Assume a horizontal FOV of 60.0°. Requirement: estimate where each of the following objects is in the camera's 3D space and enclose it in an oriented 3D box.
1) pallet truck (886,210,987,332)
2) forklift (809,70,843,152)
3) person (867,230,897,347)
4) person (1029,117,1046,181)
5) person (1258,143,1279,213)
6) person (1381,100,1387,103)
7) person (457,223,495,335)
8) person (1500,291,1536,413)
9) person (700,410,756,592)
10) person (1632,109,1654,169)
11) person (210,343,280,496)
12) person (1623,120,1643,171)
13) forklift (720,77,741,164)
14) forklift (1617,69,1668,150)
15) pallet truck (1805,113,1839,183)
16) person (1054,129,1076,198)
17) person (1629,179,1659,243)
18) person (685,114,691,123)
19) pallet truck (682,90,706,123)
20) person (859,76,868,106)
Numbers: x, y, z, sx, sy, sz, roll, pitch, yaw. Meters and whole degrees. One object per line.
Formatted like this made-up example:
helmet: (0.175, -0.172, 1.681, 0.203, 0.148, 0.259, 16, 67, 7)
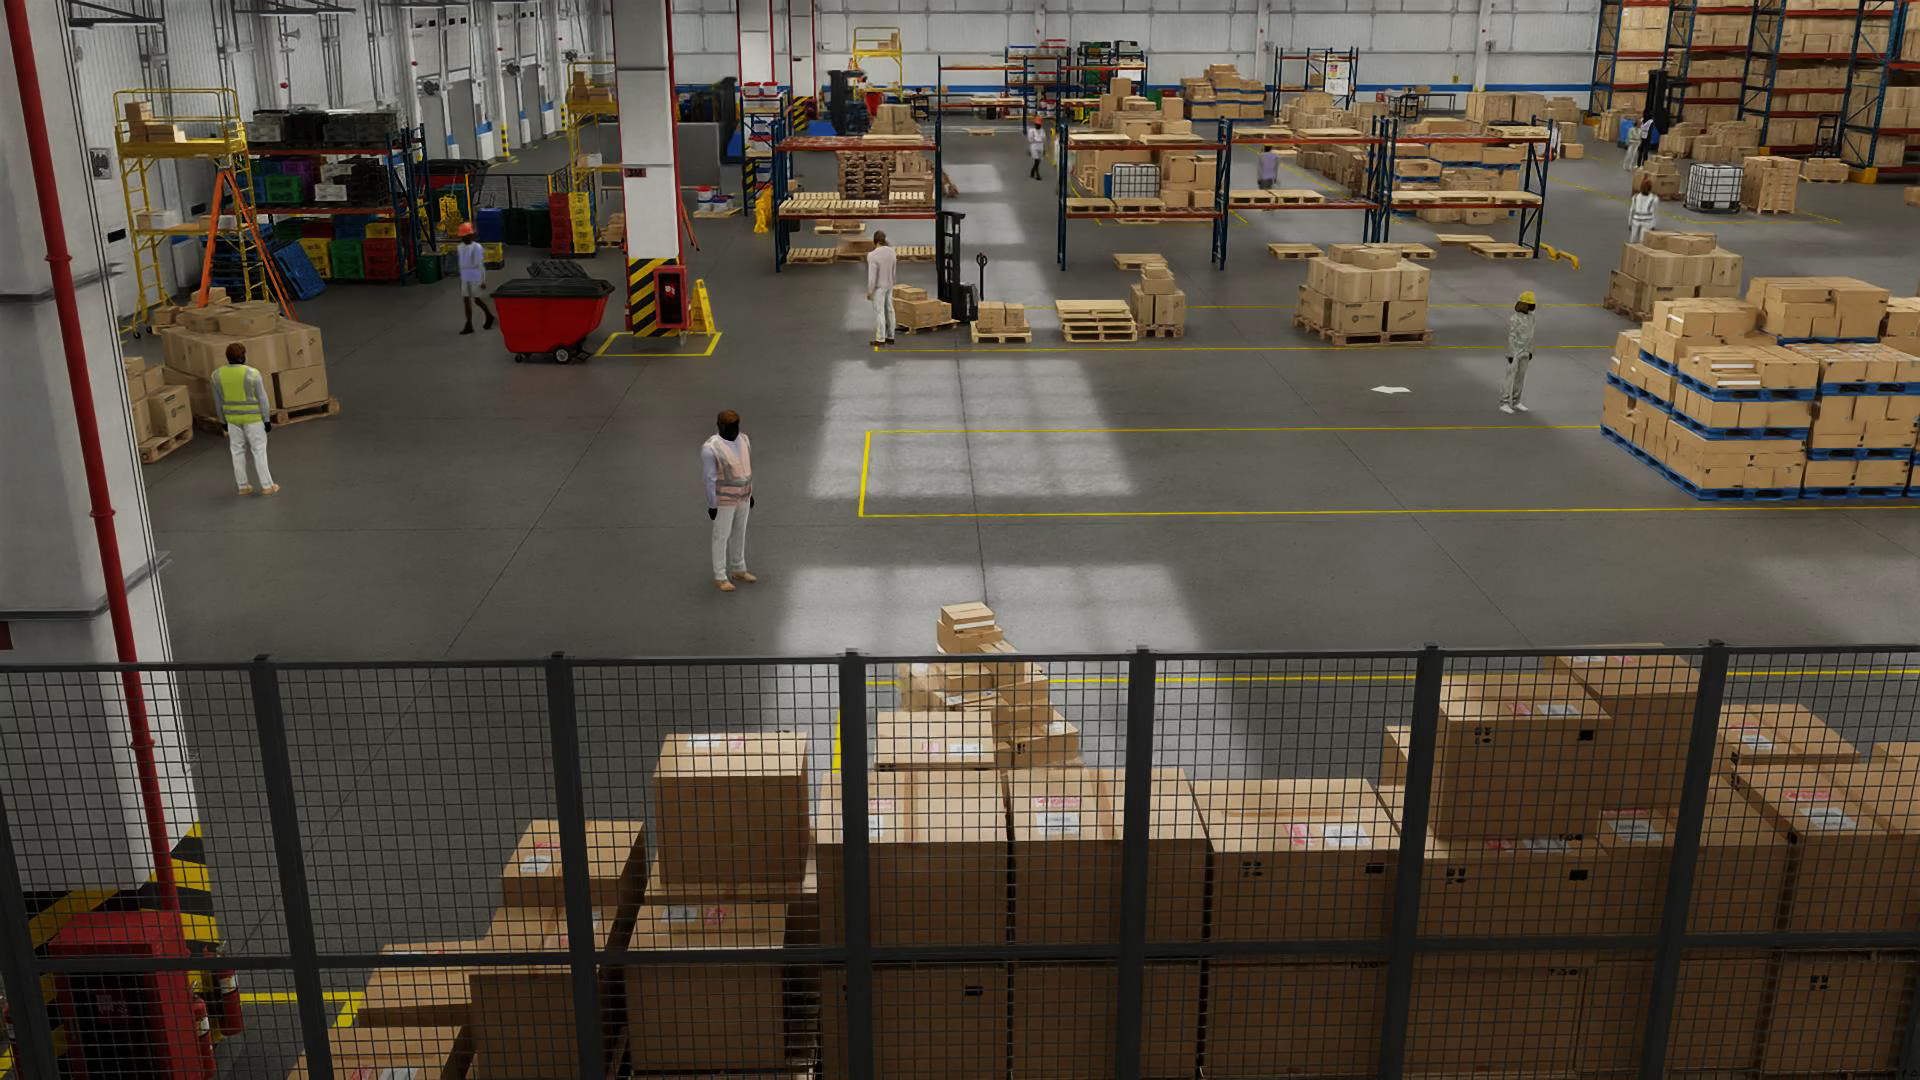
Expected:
pallet truck: (-0.493, -4.759, 29.349, 1.885, 1.965, 0.823, -13, 23, -34)
forklift: (-4.390, -15.230, 59.051, 1.873, 2.768, 1.129, 1, 19, 3)
person: (-1.315, -4.195, 27.768, 0.377, 1.940, 0.629, 16, 24, 38)
person: (2.345, -12.029, 51.075, 0.543, 1.905, 0.835, -8, 20, -22)
person: (8.080, -9.562, 43.736, 0.589, 1.910, 0.442, -3, 19, -10)
person: (15.694, -15.502, 61.804, 0.521, 1.620, 0.573, -4, 19, -12)
person: (-8.444, -4.555, 28.865, 0.554, 1.924, 0.681, 9, 21, 26)
person: (7.934, -2.663, 23.539, 0.480, 1.734, 0.330, -13, 22, -33)
person: (-2.293, -0.412, 16.695, 0.429, 1.841, 0.633, 13, 23, 34)
person: (22.186, -12.998, 53.930, 0.397, 1.911, 0.587, -8, 20, -23)
person: (-8.460, -1.425, 19.699, 0.619, 1.845, 0.430, 1, 19, 2)
person: (21.585, -12.634, 53.302, 0.518, 1.617, 0.383, -4, 19, -12)
forklift: (-7.576, -13.878, 55.042, 1.873, 2.768, 1.129, -1, 19, -1)
forklift: (24.781, -15.375, 59.481, 1.873, 2.768, 1.129, -1, 19, -1)
pallet truck: (26.403, -11.957, 50.702, 0.823, 1.965, 1.885, 6, 19, 16)
person: (2.959, -10.633, 46.895, 0.642, 1.919, 0.568, -3, 19, -9)
person: (14.563, -6.750, 35.450, 0.586, 1.869, 0.529, 17, 25, 41)
person: (-8.918, -13.144, 54.686, 0.317, 1.695, 0.540, 3, 19, 8)
pallet truck: (-9.671, -15.907, 62.421, 0.823, 1.965, 1.885, 5, 19, 15)
person: (-4.177, -19.120, 72.067, 0.379, 1.931, 0.625, 3, 19, 7)
